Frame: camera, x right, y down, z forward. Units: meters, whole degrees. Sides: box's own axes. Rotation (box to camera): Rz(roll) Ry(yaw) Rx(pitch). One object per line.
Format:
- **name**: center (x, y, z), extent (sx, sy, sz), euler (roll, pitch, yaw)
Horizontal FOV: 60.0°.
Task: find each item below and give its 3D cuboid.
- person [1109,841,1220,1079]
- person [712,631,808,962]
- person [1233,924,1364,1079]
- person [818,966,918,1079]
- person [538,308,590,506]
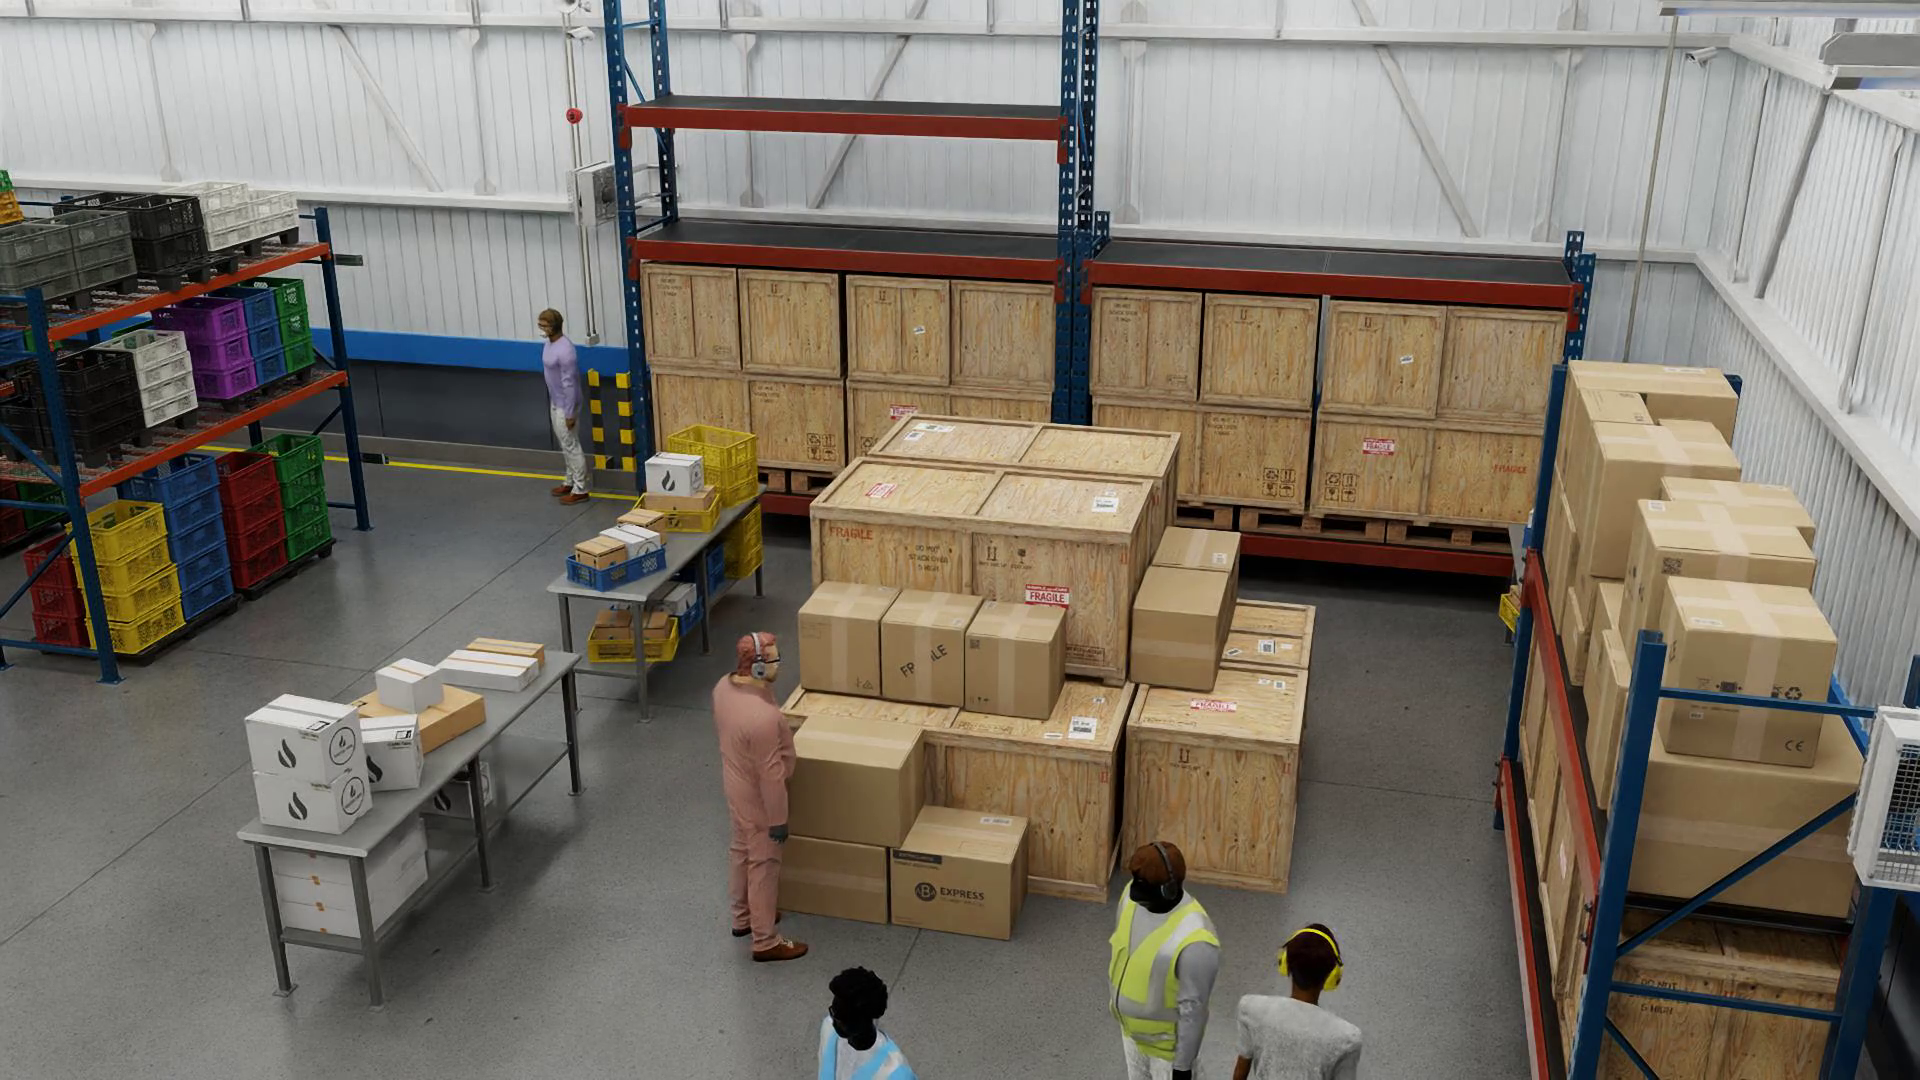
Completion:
- **person**: center (0.857, 2.127, 7.279), extent (0.432, 1.836, 0.618), euler (-10, 23, -25)
- **person**: center (-1.086, 1.385, 9.111), extent (0.402, 1.906, 0.652), euler (-11, 24, -27)
- **person**: center (1.319, 2.357, 6.645), extent (0.519, 1.857, 0.350), euler (9, 23, 22)
- **person**: center (-0.388, 2.440, 6.638), extent (0.315, 1.696, 0.540), euler (-18, 28, -40)
- **person**: center (-3.834, -1.300, 16.109), extent (0.372, 1.931, 0.640), euler (-9, 23, -23)
